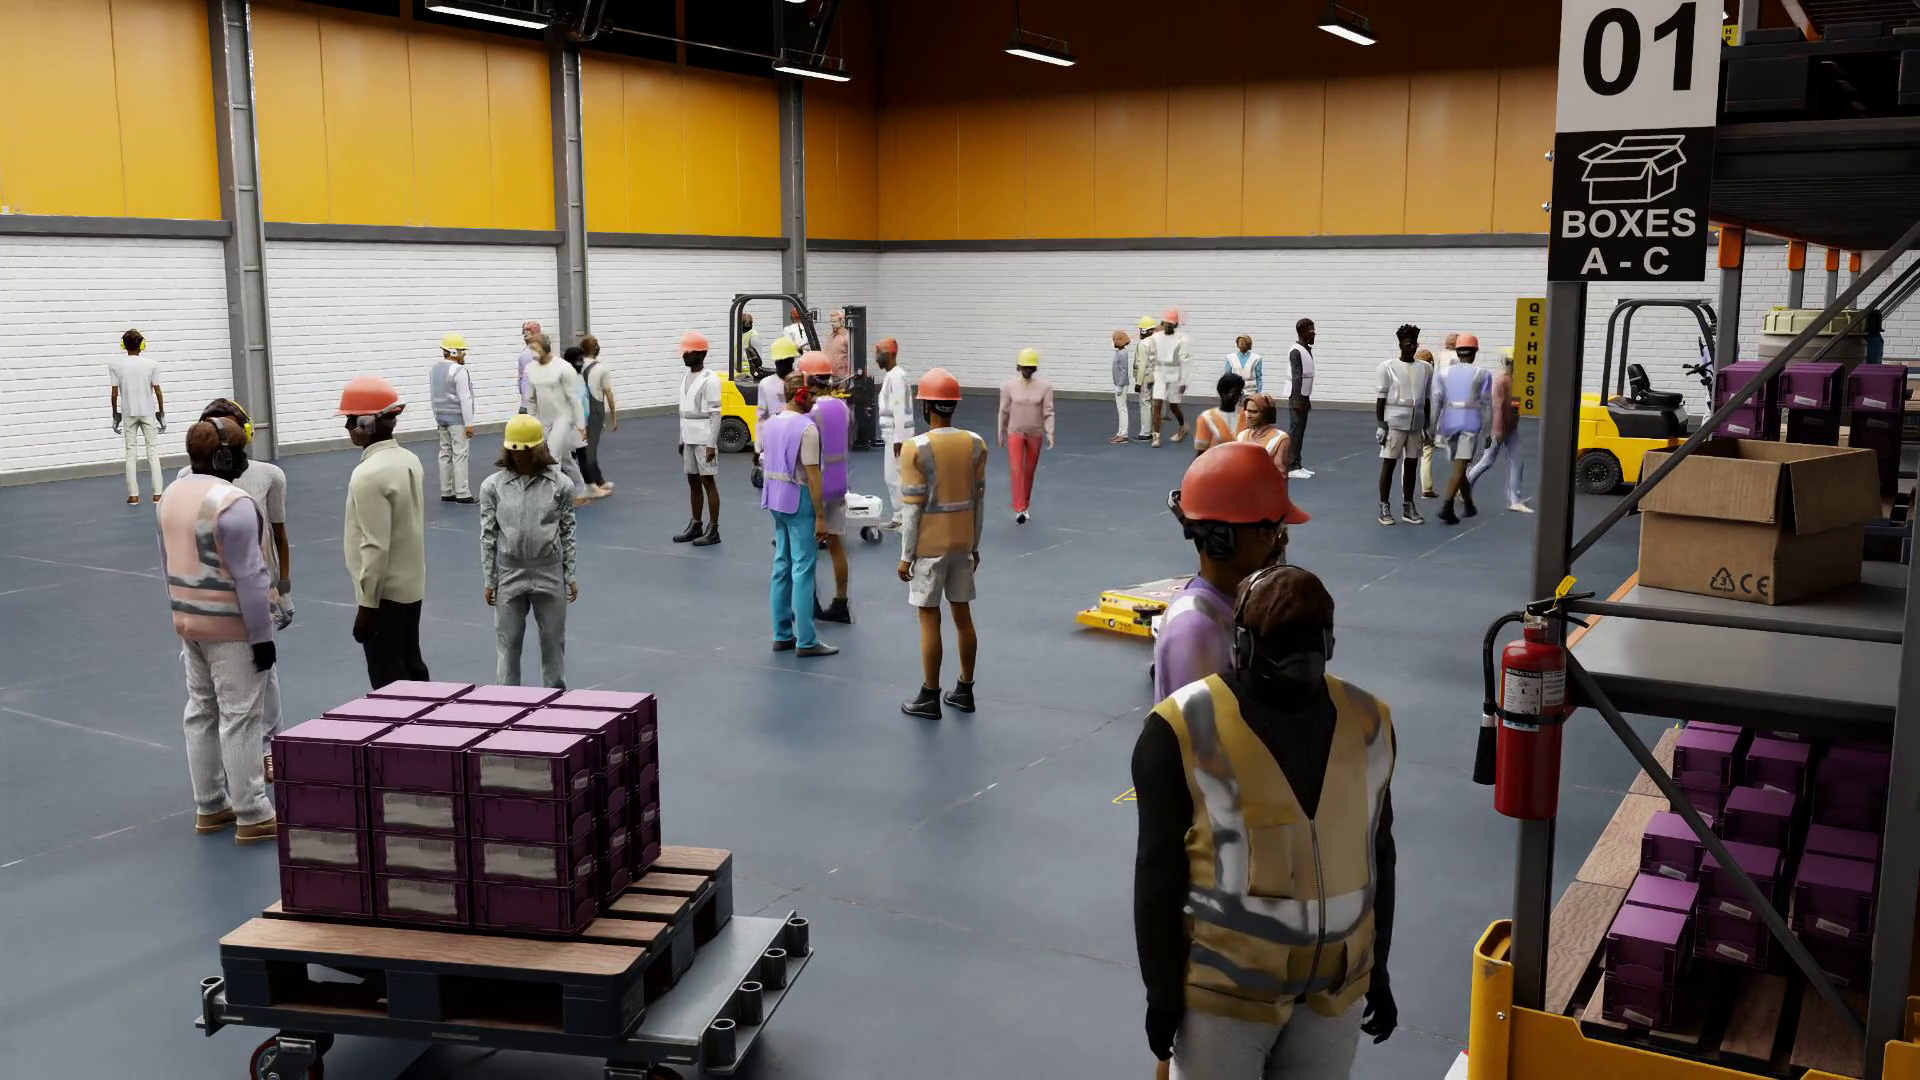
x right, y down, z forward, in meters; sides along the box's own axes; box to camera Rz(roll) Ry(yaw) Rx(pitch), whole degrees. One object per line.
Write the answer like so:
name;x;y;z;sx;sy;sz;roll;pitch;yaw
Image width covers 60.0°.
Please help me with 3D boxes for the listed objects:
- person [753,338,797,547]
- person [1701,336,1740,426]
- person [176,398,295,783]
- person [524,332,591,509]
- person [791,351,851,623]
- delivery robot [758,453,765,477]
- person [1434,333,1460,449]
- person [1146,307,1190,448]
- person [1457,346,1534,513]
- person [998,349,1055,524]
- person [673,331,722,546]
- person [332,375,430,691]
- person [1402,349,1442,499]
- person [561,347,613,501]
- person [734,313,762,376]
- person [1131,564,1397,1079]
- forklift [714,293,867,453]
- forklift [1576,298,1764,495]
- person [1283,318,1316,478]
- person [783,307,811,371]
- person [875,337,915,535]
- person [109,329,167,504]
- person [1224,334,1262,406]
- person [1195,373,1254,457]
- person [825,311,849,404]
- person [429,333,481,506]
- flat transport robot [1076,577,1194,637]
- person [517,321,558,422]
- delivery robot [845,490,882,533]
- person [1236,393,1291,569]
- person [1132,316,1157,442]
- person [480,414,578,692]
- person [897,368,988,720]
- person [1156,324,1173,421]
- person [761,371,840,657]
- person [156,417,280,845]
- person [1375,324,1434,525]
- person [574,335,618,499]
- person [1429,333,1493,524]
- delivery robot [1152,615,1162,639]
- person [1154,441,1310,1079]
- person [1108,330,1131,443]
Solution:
person;-1.563;-0.838;14.747;0.594;1.872;0.972;4;10;22
person;9.926;-1.977;21.688;0.373;1.937;0.630;-2;9;-15
person;-3.468;0.253;7.973;0.514;1.872;0.328;-3;10;-18
person;-4.145;-1.202;17.110;0.654;1.874;0.986;6;11;33
person;-1.016;-0.364;11.678;0.579;1.919;0.556;7;11;37
delivery robot;-1.985;-0.916;19.073;0.477;0.478;0.707;6;11;33
person;6.948;-2.089;23.395;0.802;1.606;0.516;-3;10;-20
person;2.990;-2.323;23.715;0.664;1.999;0.925;5;11;30
person;5.601;-1.167;17.273;0.527;1.731;0.844;-8;12;-40
person;0.663;-1.009;16.314;0.531;1.713;0.927;-1;9;-7
person;-2.379;-0.916;15.048;0.360;1.941;0.542;-8;12;-42
person;-2.658;0.238;7.683;0.390;1.991;0.625;0;9;1
person;5.045;-1.270;18.212;0.498;1.634;0.279;8;12;42
person;-4.071;-1.247;17.958;0.759;1.664;0.541;2;9;14
person;-3.306;-2.594;25.829;0.429;1.842;0.630;-5;10;-29
person;0.682;0.963;3.631;0.622;1.845;0.429;-3;10;-17
forklift;-2.458;-2.344;23.176;2.313;2.155;1.214;0;9;-2
forklift;7.954;-1.589;18.462;2.313;2.155;1.214;5;11;30
person;4.108;-1.712;20.087;0.392;1.920;0.588;4;10;21
person;-2.761;-3.020;28.357;0.583;1.882;0.337;-6;11;-35
person;-0.602;-0.980;15.705;0.381;1.865;0.619;-1;9;-8
person;-8.759;-1.311;17.735;0.531;1.870;0.317;-4;10;-23
person;3.849;-1.980;22.638;0.518;1.636;0.312;2;9;13
person;2.153;-0.555;13.659;0.527;1.667;0.745;-3;10;-17
person;-1.798;-2.428;24.598;0.410;1.907;0.642;-8;12;-42
person;-5.341;-1.271;17.611;0.600;1.827;0.404;7;12;38
flat transport robot;1.541;0.445;11.742;1.431;0.197;0.652;-8;12;-43
person;-5.013;-1.631;19.640;0.407;1.902;0.638;3;10;17
delivery robot;-1.071;-0.272;15.051;0.707;0.478;0.477;-3;10;-16
person;2.115;-0.219;11.675;0.320;1.628;0.509;-7;11;-36
person;2.725;-2.345;24.305;0.403;1.834;0.588;6;11;34
person;-2.239;0.206;8.682;0.490;1.735;0.331;-3;9;-16
person;-0.113;0.023;9.198;0.545;1.938;0.355;-7;11;-36
person;3.380;-2.775;27.628;0.345;1.632;0.522;-7;11;-36
person;-1.061;-0.165;10.685;0.389;1.837;0.563;-7;12;-39
person;-3.174;0.390;7.210;0.622;1.845;0.430;7;11;35
person;4.358;-1.131;16.315;0.607;1.966;0.367;-2;9;-15
person;-4.046;-1.343;18.186;0.528;1.793;0.986;3;10;18
person;4.961;-1.109;16.496;0.559;1.878;1.006;6;11;34
delivery robot;1.506;0.558;9.872;0.707;0.478;0.477;-2;9;-14
person;0.665;0.770;4.205;0.378;2.045;0.605;2;9;12
person;2.328;-2.230;24.210;0.286;1.633;0.497;0;9;0
